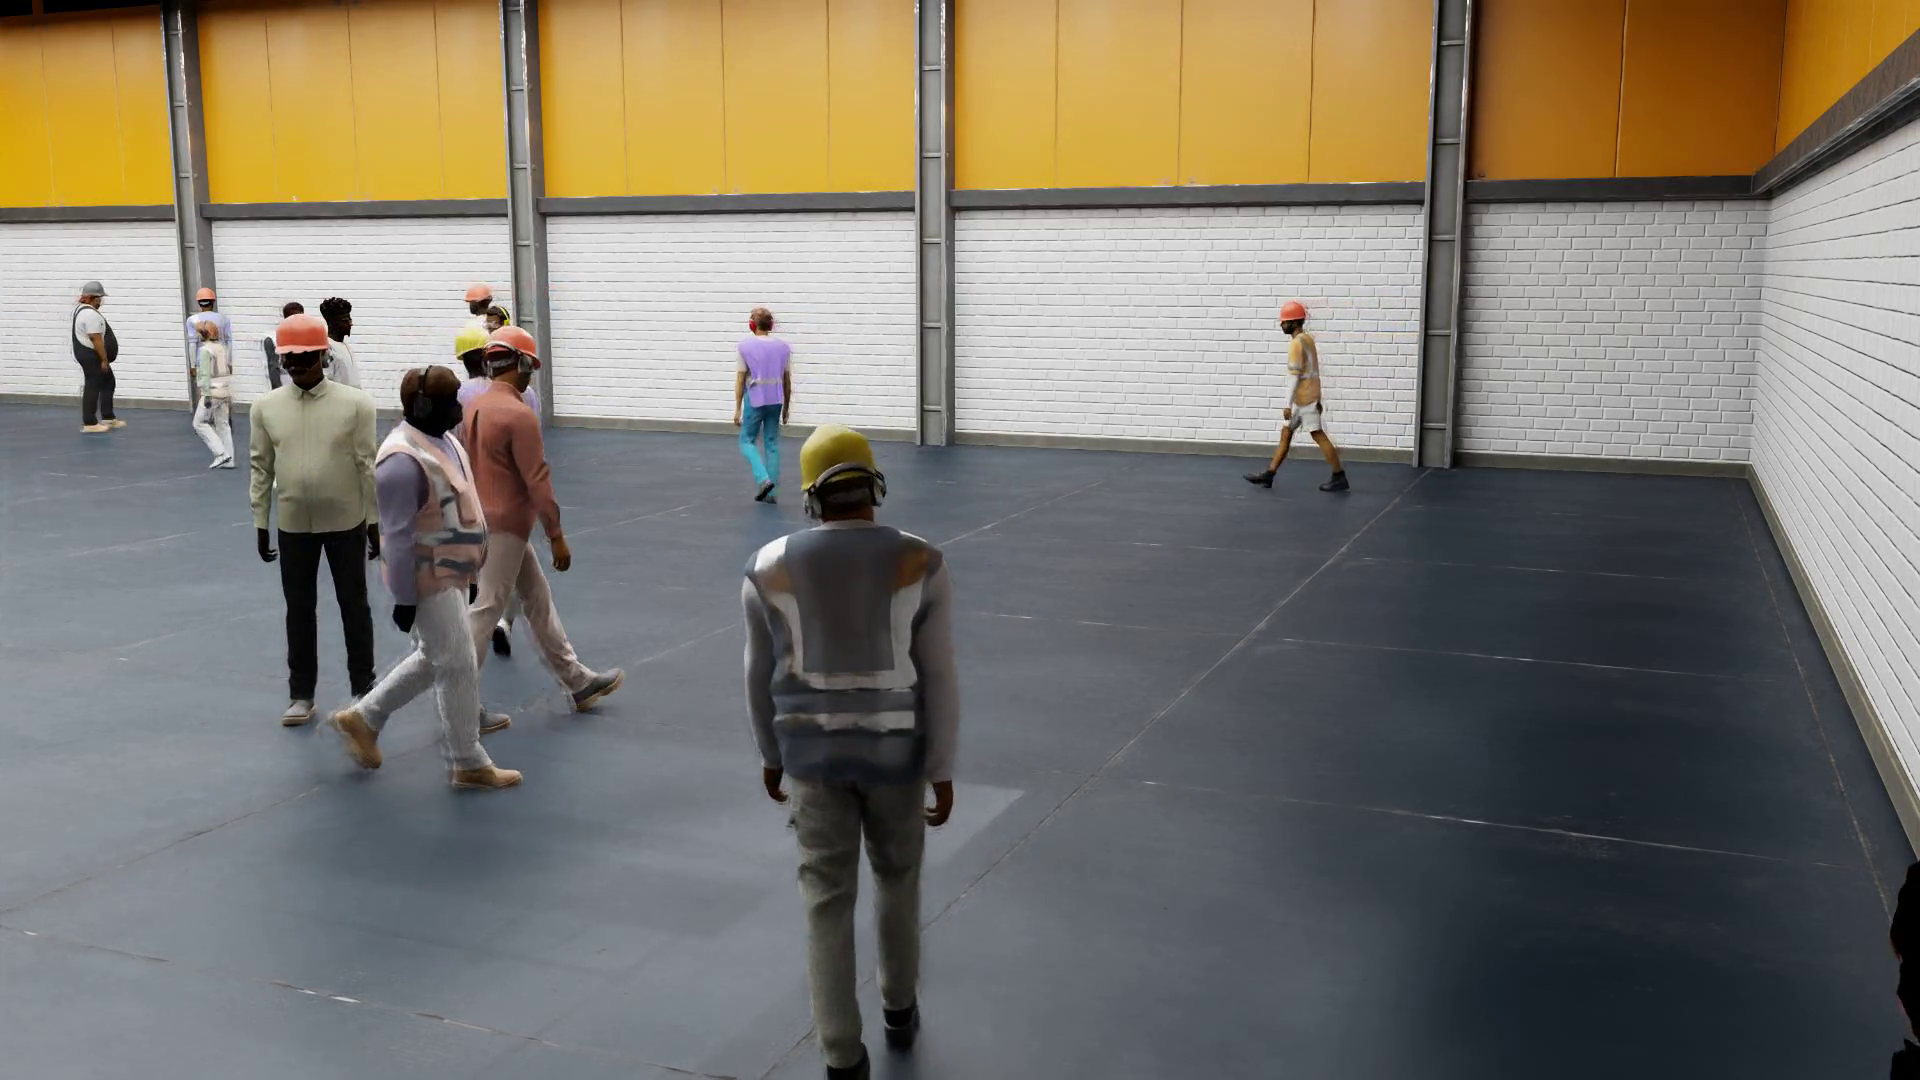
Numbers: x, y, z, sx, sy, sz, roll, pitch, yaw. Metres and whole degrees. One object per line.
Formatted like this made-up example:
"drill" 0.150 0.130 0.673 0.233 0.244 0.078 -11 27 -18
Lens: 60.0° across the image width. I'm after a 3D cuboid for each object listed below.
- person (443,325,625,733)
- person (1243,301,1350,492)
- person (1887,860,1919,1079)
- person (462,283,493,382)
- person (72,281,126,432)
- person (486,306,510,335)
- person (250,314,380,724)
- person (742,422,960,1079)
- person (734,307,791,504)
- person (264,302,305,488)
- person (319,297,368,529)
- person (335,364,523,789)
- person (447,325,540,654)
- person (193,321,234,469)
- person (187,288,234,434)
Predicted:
"person" -2.097 -0.060 8.041 0.993 1.917 0.680 -6 11 -31
"person" 3.369 -1.406 16.378 1.062 1.868 0.552 3 10 20
"person" 0.633 1.104 1.061 0.639 1.909 0.409 1 9 5
"person" -5.123 -1.743 17.923 0.447 2.033 0.629 4 10 21
"person" -11.498 -2.469 22.304 0.725 2.000 0.714 -7 12 -36
"person" -4.163 -1.204 15.206 0.506 1.861 0.329 5 11 27
"person" -3.118 -0.094 8.069 0.614 1.990 0.401 -1 9 -8
"person" -0.294 0.576 4.609 0.594 1.787 0.731 0 9 0
"person" -1.833 -1.241 15.473 0.596 1.832 0.442 -6 11 -33
"person" -6.607 -1.418 16.502 1.033 1.861 0.601 6 11 33
"person" -5.129 -1.024 13.772 0.364 1.965 0.610 -1 9 -4
"person" -2.300 0.161 7.064 0.775 1.818 0.621 0 9 -1
"person" -2.726 -0.298 9.645 0.613 1.886 0.927 -2 10 -10
"person" -8.116 -1.564 18.070 0.383 1.624 0.539 0 9 -2
"person" -9.840 -2.339 21.849 0.543 1.932 0.376 -7 11 -35
